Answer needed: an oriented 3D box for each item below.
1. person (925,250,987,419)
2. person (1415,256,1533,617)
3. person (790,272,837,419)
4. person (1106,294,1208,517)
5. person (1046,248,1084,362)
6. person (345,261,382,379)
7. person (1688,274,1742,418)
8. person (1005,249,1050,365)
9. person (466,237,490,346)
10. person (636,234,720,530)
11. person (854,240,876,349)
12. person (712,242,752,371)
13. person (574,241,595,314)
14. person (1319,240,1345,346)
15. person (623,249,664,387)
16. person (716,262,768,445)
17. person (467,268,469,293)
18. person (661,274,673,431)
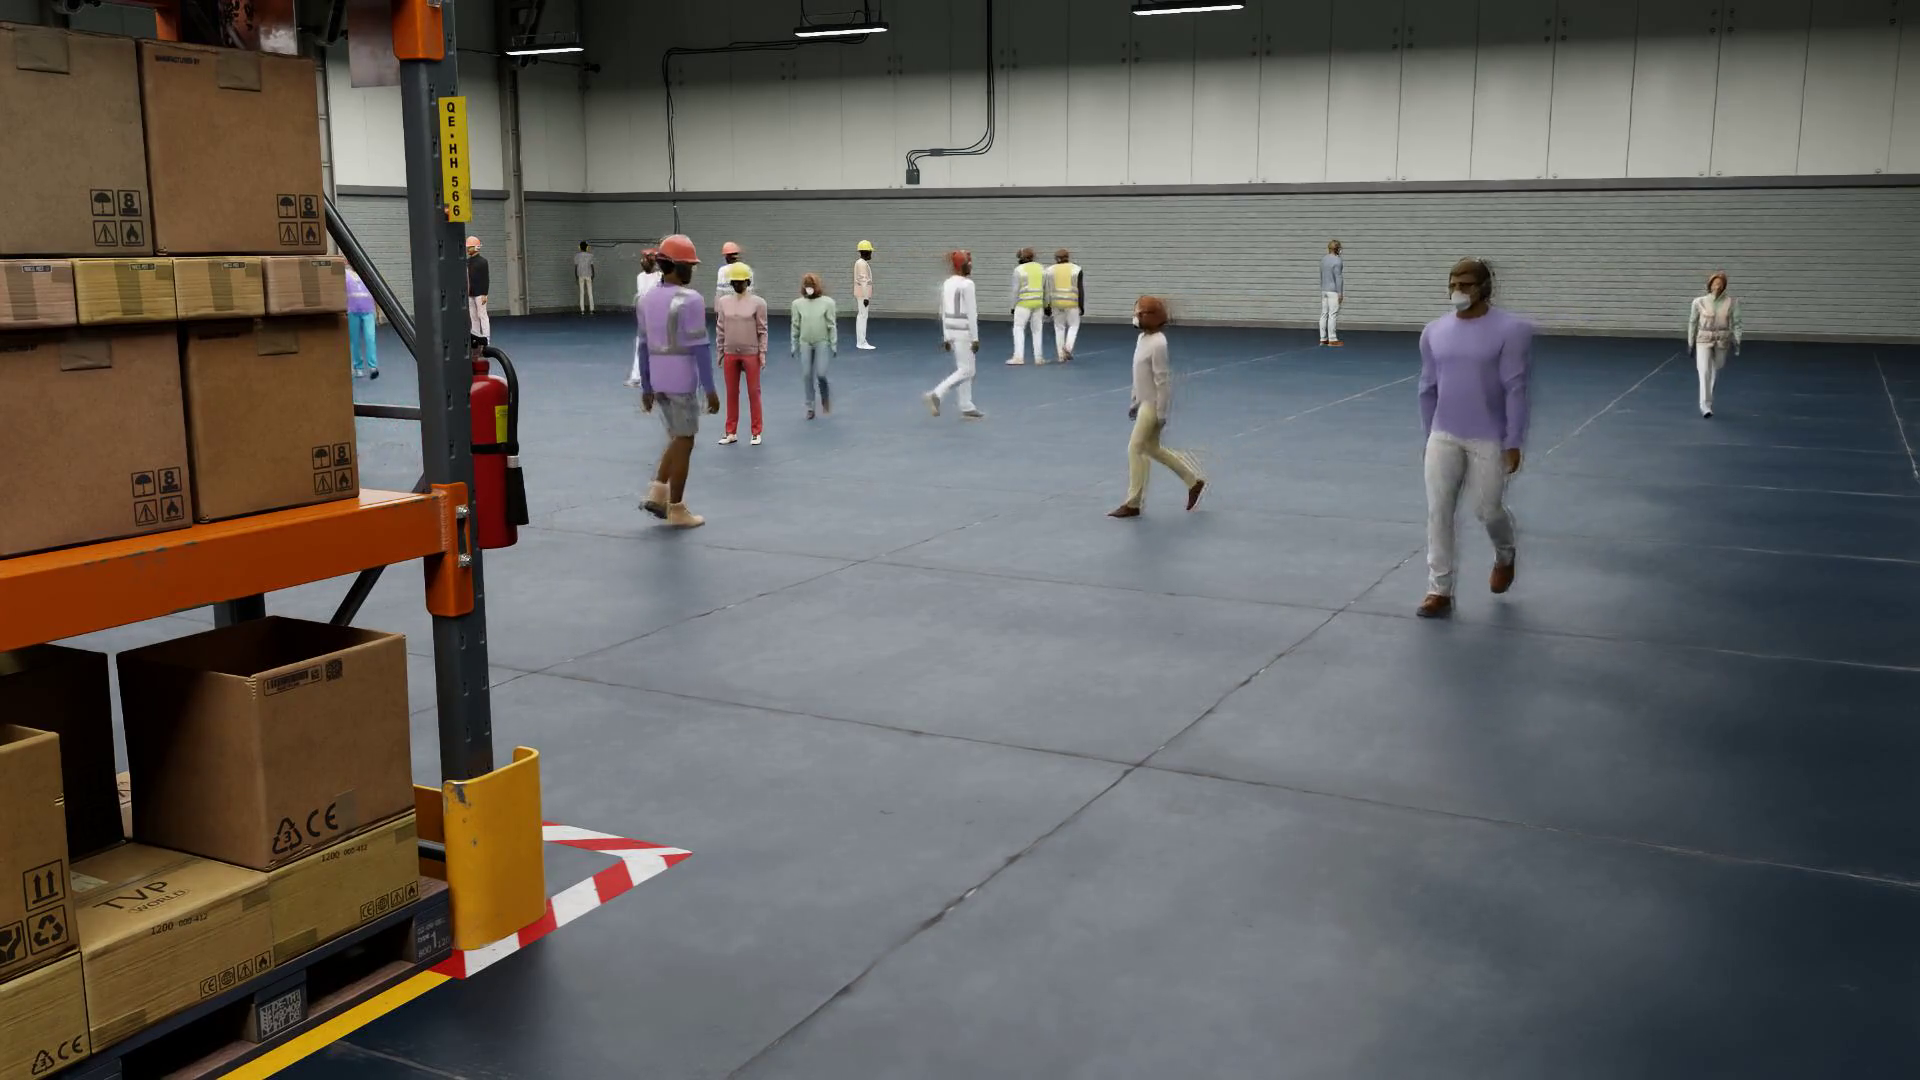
[{"bbox_3d":[-0.039,-2.224,18.153,0.716,1.866,0.586,-5,12,-26],"label":"person"},{"bbox_3d":[2.769,-0.560,8.948,0.634,1.919,0.767,9,14,40],"label":"person"},{"bbox_3d":[-1.618,-2.136,18.348,0.521,1.618,0.369,2,11,10],"label":"person"},{"bbox_3d":[1.438,-0.966,11.974,0.723,1.611,0.495,-1,10,-6],"label":"person"},{"bbox_3d":[1.665,-3.735,26.523,0.641,1.817,0.434,2,11,13],"label":"person"},{"bbox_3d":[-8.465,-3.166,23.479,0.585,1.793,0.963,-5,11,-25],"label":"person"},{"bbox_3d":[8.403,-2.159,18.523,0.527,1.590,0.866,2,11,13],"label":"person"},{"bbox_3d":[1.070,-3.646,26.080,0.876,1.814,0.432,-7,12,-32],"label":"person"},{"bbox_3d":[-8.605,-4.382,29.563,0.613,1.994,0.381,8,13,38],"label":"person"},{"bbox_3d":[-1.938,-1.075,11.466,0.443,2.027,0.622,-10,14,-44],"label":"person"},{"bbox_3d":[-1.703,-4.361,29.626,0.360,1.930,0.589,-2,11,-9],"label":"person"},{"bbox_3d":[-3.451,-3.484,24.890,0.797,1.905,0.553,9,14,41],"label":"person"},{"bbox_3d":[-9.674,-6.757,42.857,0.520,1.873,0.335,-2,11,-10],"label":"person"},{"bbox_3d":[6.815,-4.517,30.456,0.372,1.940,0.630,-4,11,-21],"label":"person"},{"bbox_3d":[-4.148,-3.009,22.529,0.589,1.839,0.968,8,13,36],"label":"person"},{"bbox_3d":[-2.114,-1.795,16.091,0.523,1.766,0.320,2,11,13],"label":"person"},{"bbox_3d":[-8.767,-4.131,28.563,0.660,1.853,0.967,-5,11,-24],"label":"person"},{"bbox_3d":[-2.982,-1.948,17.159,0.532,1.679,0.425,3,11,14],"label":"person"}]
